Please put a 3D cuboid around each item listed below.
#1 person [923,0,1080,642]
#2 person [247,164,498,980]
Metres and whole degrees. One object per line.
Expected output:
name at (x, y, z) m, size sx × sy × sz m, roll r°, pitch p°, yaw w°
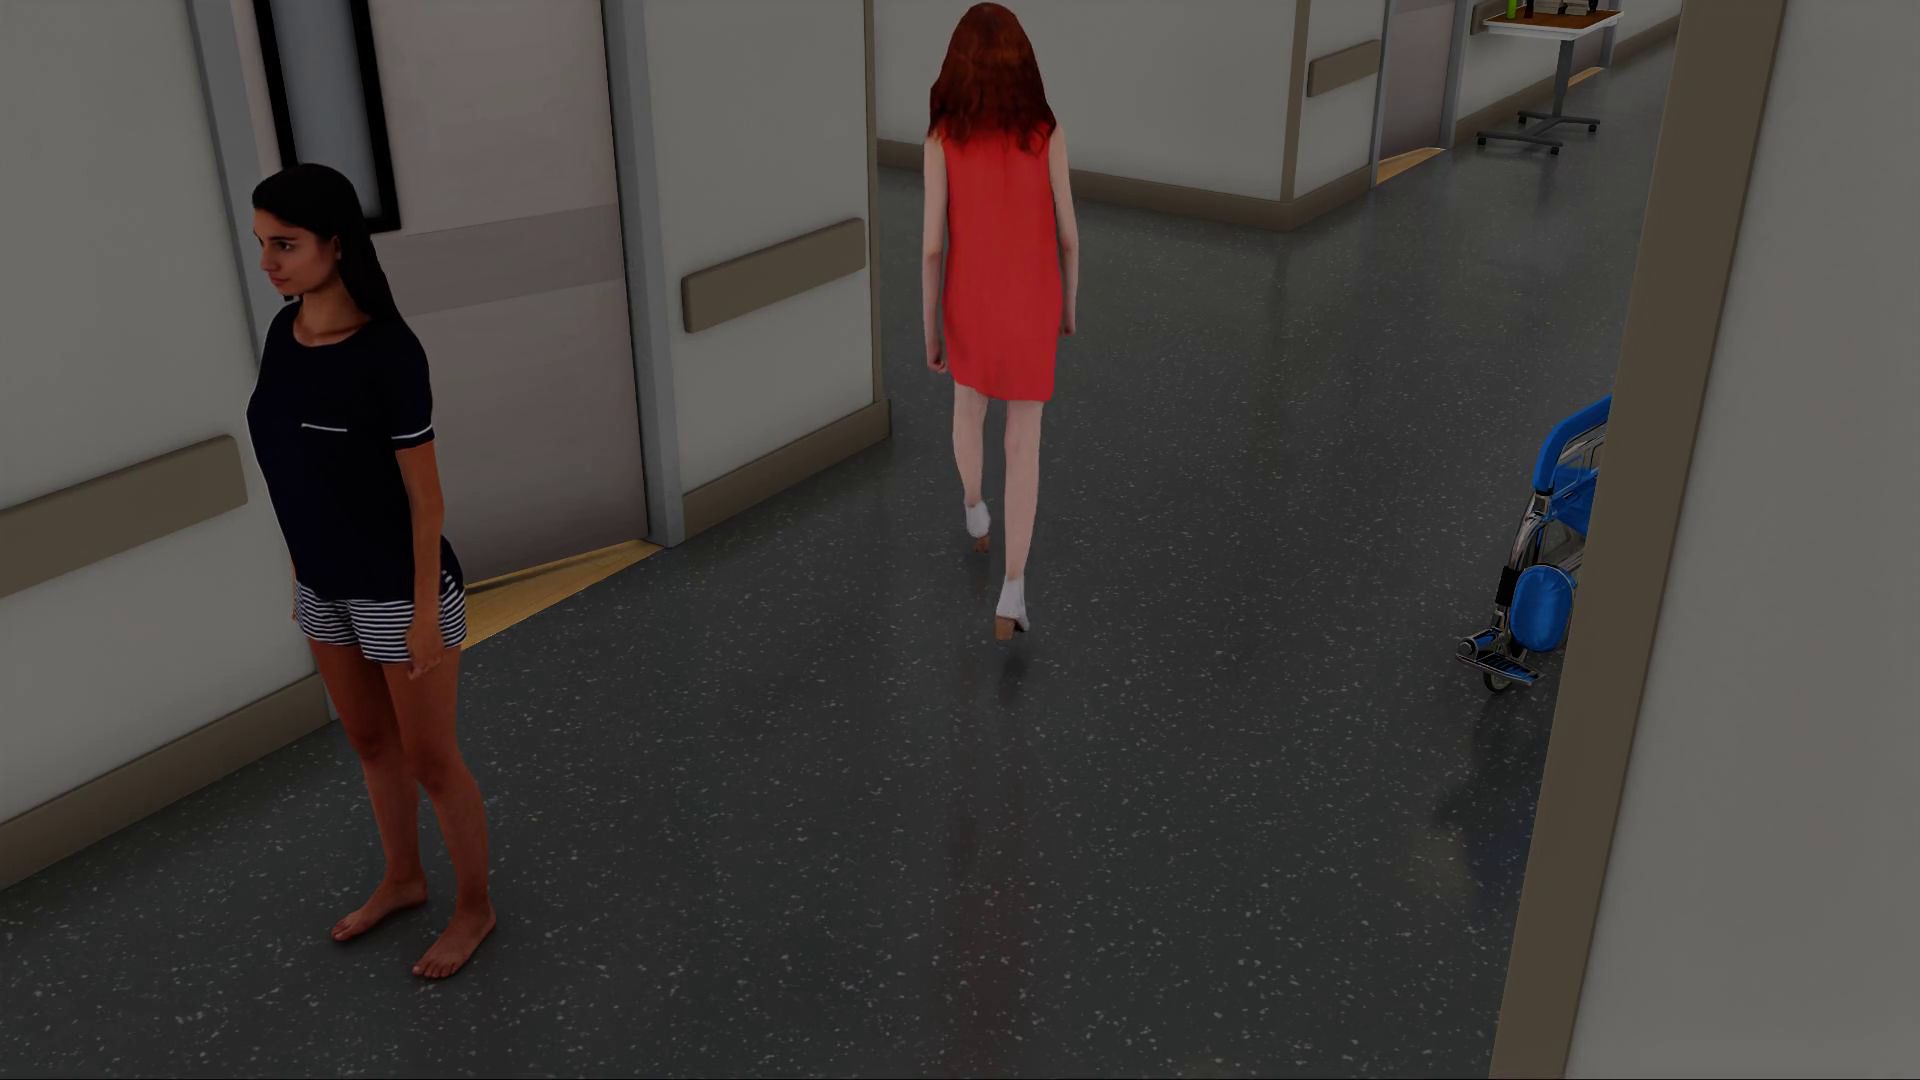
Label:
person at (0.126, -0.568, 4.815) m, size 0.998 × 1.778 × 1.225 m, roll 2°, pitch 26°, yaw 4°
person at (-1.205, 0.099, 3.444) m, size 0.579 × 1.767 × 0.529 m, roll 15°, pitch 29°, yaw 28°
